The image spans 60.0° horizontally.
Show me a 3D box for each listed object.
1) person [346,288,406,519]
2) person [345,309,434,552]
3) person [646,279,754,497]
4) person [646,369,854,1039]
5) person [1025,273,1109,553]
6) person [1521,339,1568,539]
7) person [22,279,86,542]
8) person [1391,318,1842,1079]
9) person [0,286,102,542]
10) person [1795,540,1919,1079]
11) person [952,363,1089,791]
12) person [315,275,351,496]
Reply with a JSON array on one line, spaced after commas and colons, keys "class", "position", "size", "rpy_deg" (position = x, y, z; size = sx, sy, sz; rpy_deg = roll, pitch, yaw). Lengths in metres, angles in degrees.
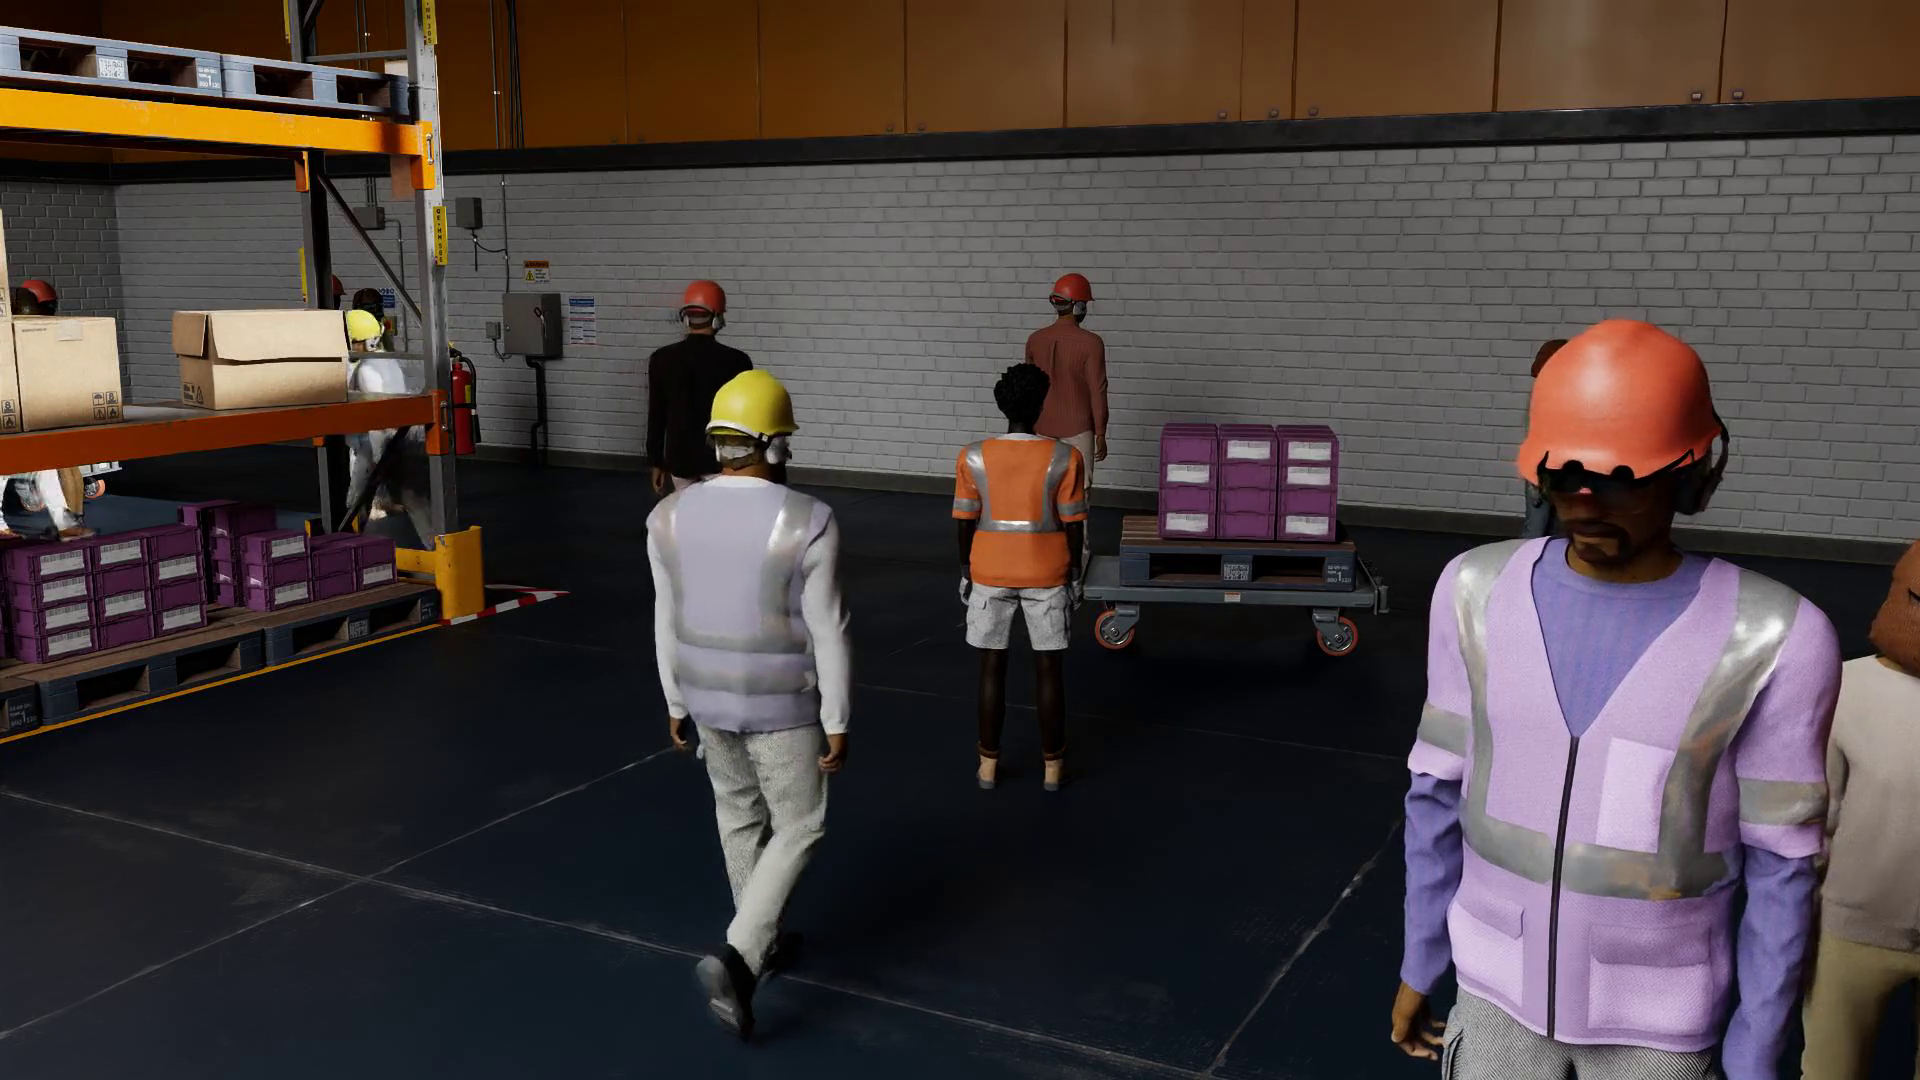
[{"class": "person", "position": [-4.740, -1.103, 13.435], "size": [0.430, 1.845, 0.619], "rpy_deg": [2, 10, 12]}, {"class": "person", "position": [-3.802, -0.609, 10.812], "size": [0.945, 1.765, 0.628], "rpy_deg": [0, 10, -1]}, {"class": "person", "position": [-1.386, -0.433, 9.153], "size": [0.631, 1.976, 0.435], "rpy_deg": [3, 10, 16]}, {"class": "person", "position": [-0.582, 0.440, 4.592], "size": [0.613, 1.812, 0.730], "rpy_deg": [4, 11, 22]}, {"class": "person", "position": [0.703, -0.721, 10.779], "size": [0.622, 1.992, 0.394], "rpy_deg": [8, 12, 38]}, {"class": "person", "position": [3.403, -0.338, 9.597], "size": [0.275, 1.636, 0.507], "rpy_deg": [8, 13, 40]}, {"class": "person", "position": [-6.707, -0.948, 12.276], "size": [0.362, 1.934, 0.543], "rpy_deg": [-2, 10, -14]}, {"class": "person", "position": [0.939, 0.688, 2.517], "size": [0.605, 2.034, 0.394], "rpy_deg": [8, 12, 38]}, {"class": "person", "position": [-6.708, -0.869, 11.966], "size": [0.952, 1.876, 0.645], "rpy_deg": [1, 10, 6]}, {"class": "person", "position": [1.818, 0.779, 3.169], "size": [0.500, 1.628, 0.276], "rpy_deg": [3, 10, 18]}, {"class": "person", "position": [0.239, 0.153, 6.581], "size": [0.537, 1.695, 0.320], "rpy_deg": [2, 10, 10]}, {"class": "person", "position": [-5.483, -1.347, 14.572], "size": [0.543, 1.939, 0.356], "rpy_deg": [3, 10, 18]}]
